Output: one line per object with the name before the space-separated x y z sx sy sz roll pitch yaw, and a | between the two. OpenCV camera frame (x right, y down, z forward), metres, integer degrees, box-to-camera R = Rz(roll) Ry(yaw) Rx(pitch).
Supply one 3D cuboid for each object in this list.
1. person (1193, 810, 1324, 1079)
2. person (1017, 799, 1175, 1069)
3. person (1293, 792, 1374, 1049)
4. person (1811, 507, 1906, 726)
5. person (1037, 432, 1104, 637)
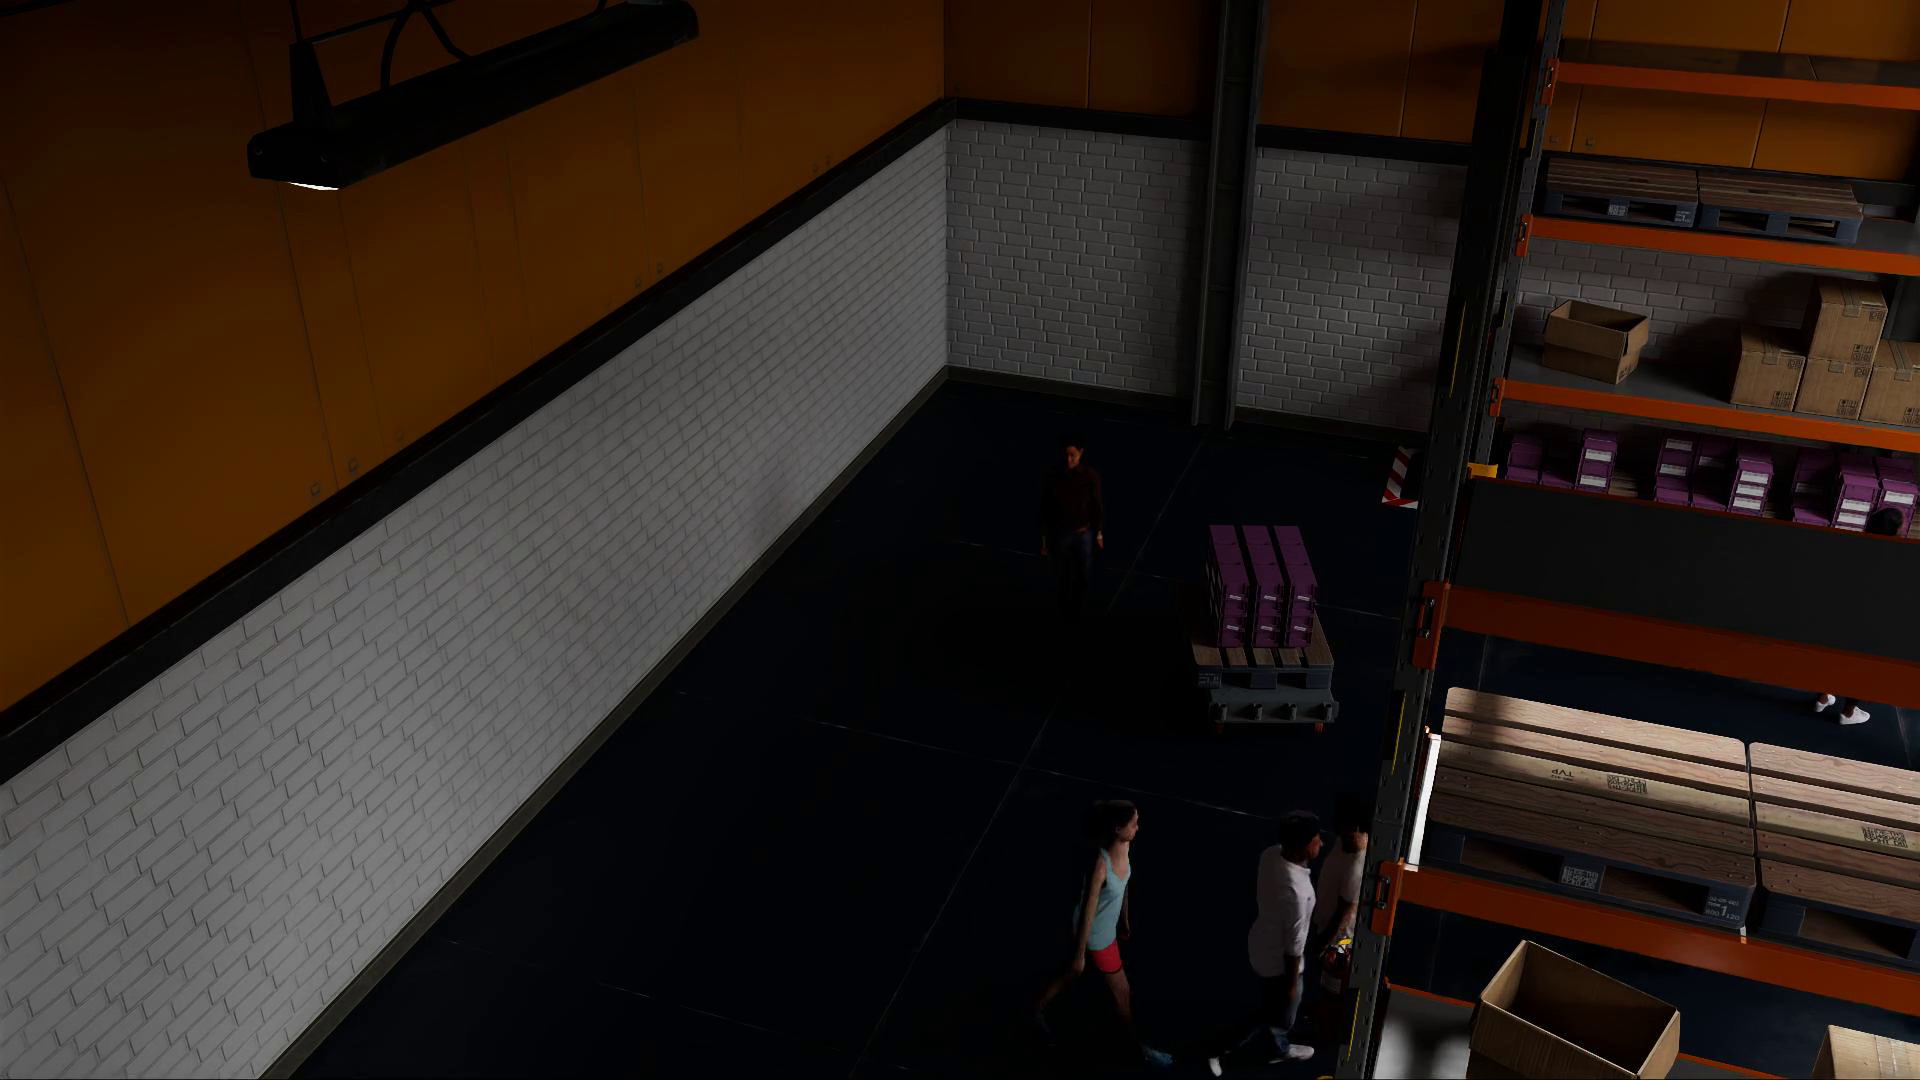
person | 1.643 2.226 8.970 1.088 1.792 0.904 -4 29 -7
person | 0.682 2.161 9.172 1.156 1.712 0.681 15 32 25
person | 2.140 2.122 9.237 0.661 1.718 0.697 3 29 6
person | 6.584 0.537 12.133 0.764 1.728 0.693 -15 32 -25
person | 0.882 -0.078 13.215 0.625 1.770 0.797 3 29 5
